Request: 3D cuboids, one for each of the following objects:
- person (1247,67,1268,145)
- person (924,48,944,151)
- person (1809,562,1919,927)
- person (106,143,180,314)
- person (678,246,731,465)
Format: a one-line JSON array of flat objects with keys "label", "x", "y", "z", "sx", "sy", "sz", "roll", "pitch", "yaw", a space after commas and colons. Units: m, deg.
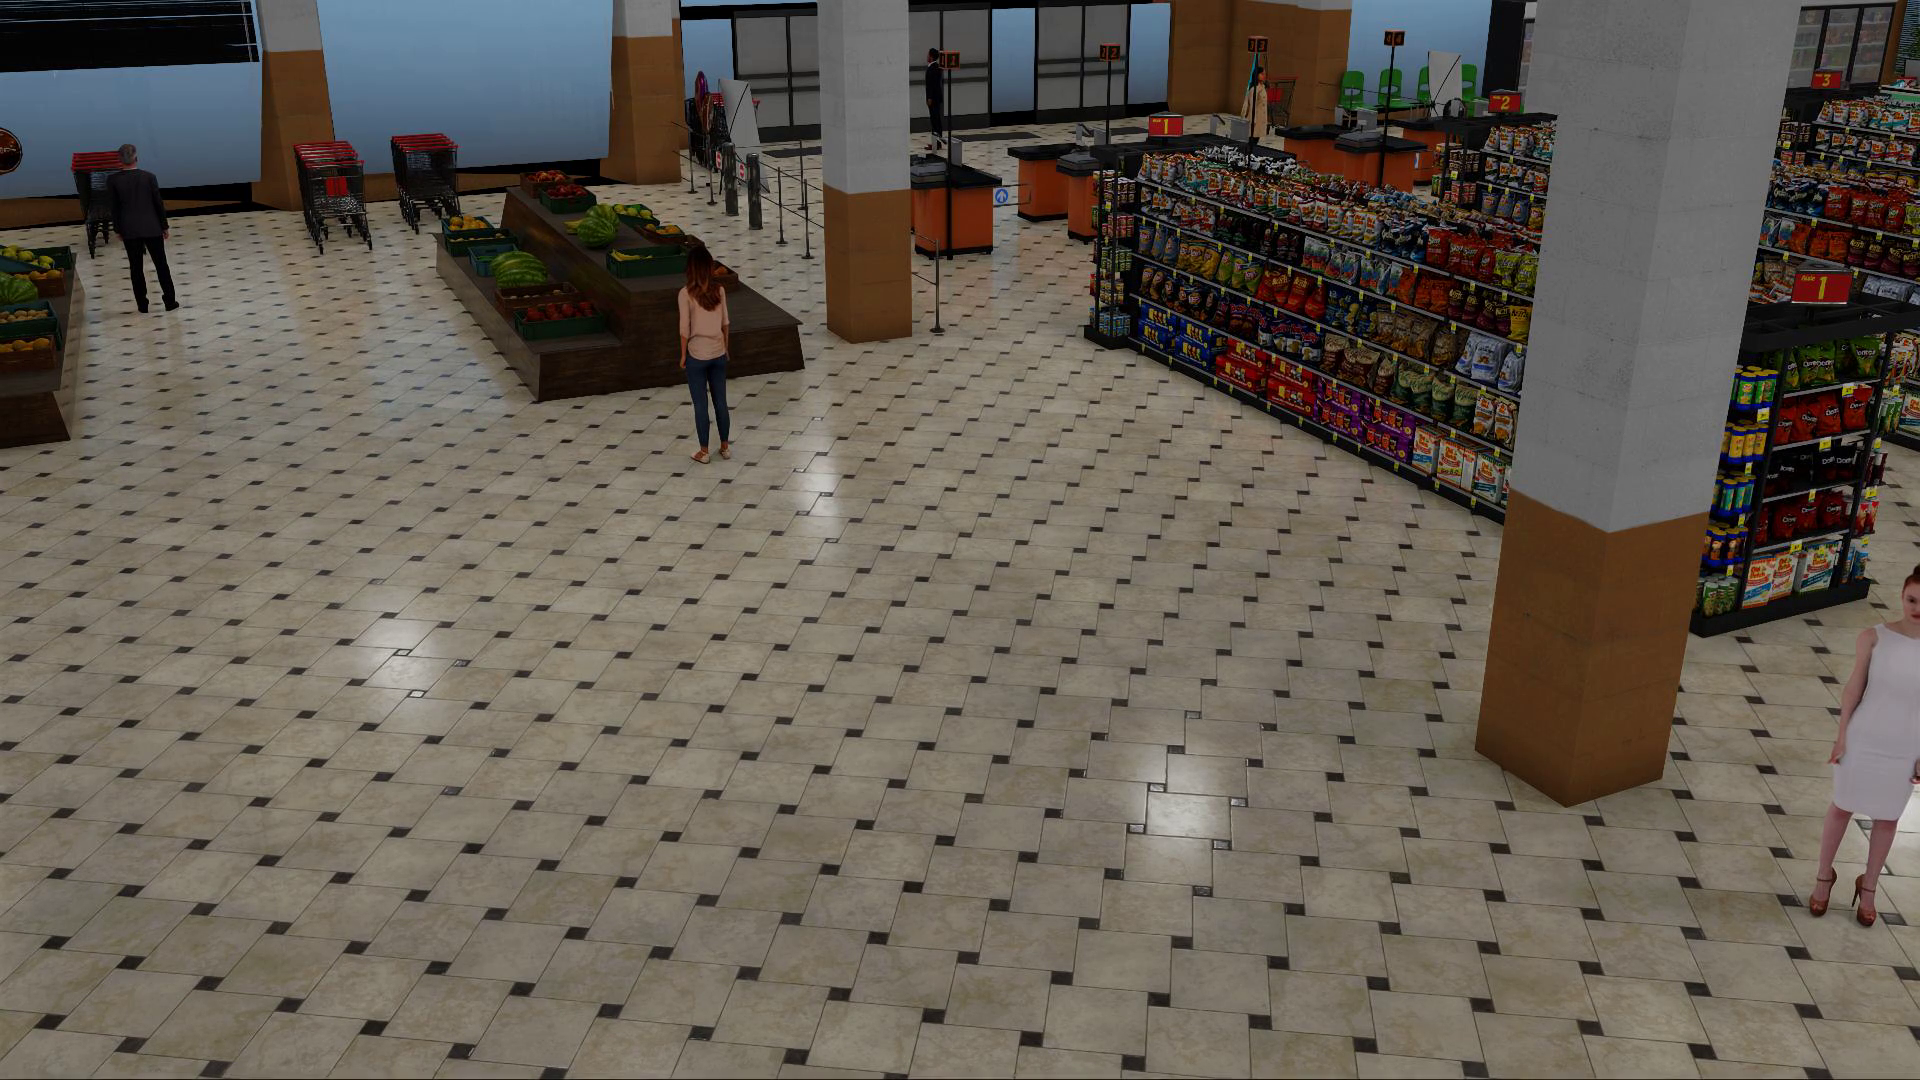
[{"label": "person", "x": 4.765, "y": -6.760, "z": 26.807, "sx": 0.742, "sy": 1.681, "sz": 0.718, "roll": 11, "pitch": 24, "yaw": 25}, {"label": "person", "x": -0.442, "y": -7.729, "z": 29.156, "sx": 0.765, "sy": 1.726, "sz": 0.690, "roll": 6, "pitch": 23, "yaw": 15}, {"label": "person", "x": 4.169, "y": 0.934, "z": 7.509, "sx": 0.607, "sy": 1.793, "sz": 0.685, "roll": 10, "pitch": 24, "yaw": 23}, {"label": "person", "x": -9.030, "y": -3.441, "z": 18.332, "sx": 0.723, "sy": 1.840, "sz": 0.578, "roll": -9, "pitch": 24, "yaw": -21}, {"label": "person", "x": -2.074, "y": -1.511, "z": 13.594, "sx": 0.612, "sy": 1.792, "sz": 0.549, "roll": -13, "pitch": 25, "yaw": -29}]
